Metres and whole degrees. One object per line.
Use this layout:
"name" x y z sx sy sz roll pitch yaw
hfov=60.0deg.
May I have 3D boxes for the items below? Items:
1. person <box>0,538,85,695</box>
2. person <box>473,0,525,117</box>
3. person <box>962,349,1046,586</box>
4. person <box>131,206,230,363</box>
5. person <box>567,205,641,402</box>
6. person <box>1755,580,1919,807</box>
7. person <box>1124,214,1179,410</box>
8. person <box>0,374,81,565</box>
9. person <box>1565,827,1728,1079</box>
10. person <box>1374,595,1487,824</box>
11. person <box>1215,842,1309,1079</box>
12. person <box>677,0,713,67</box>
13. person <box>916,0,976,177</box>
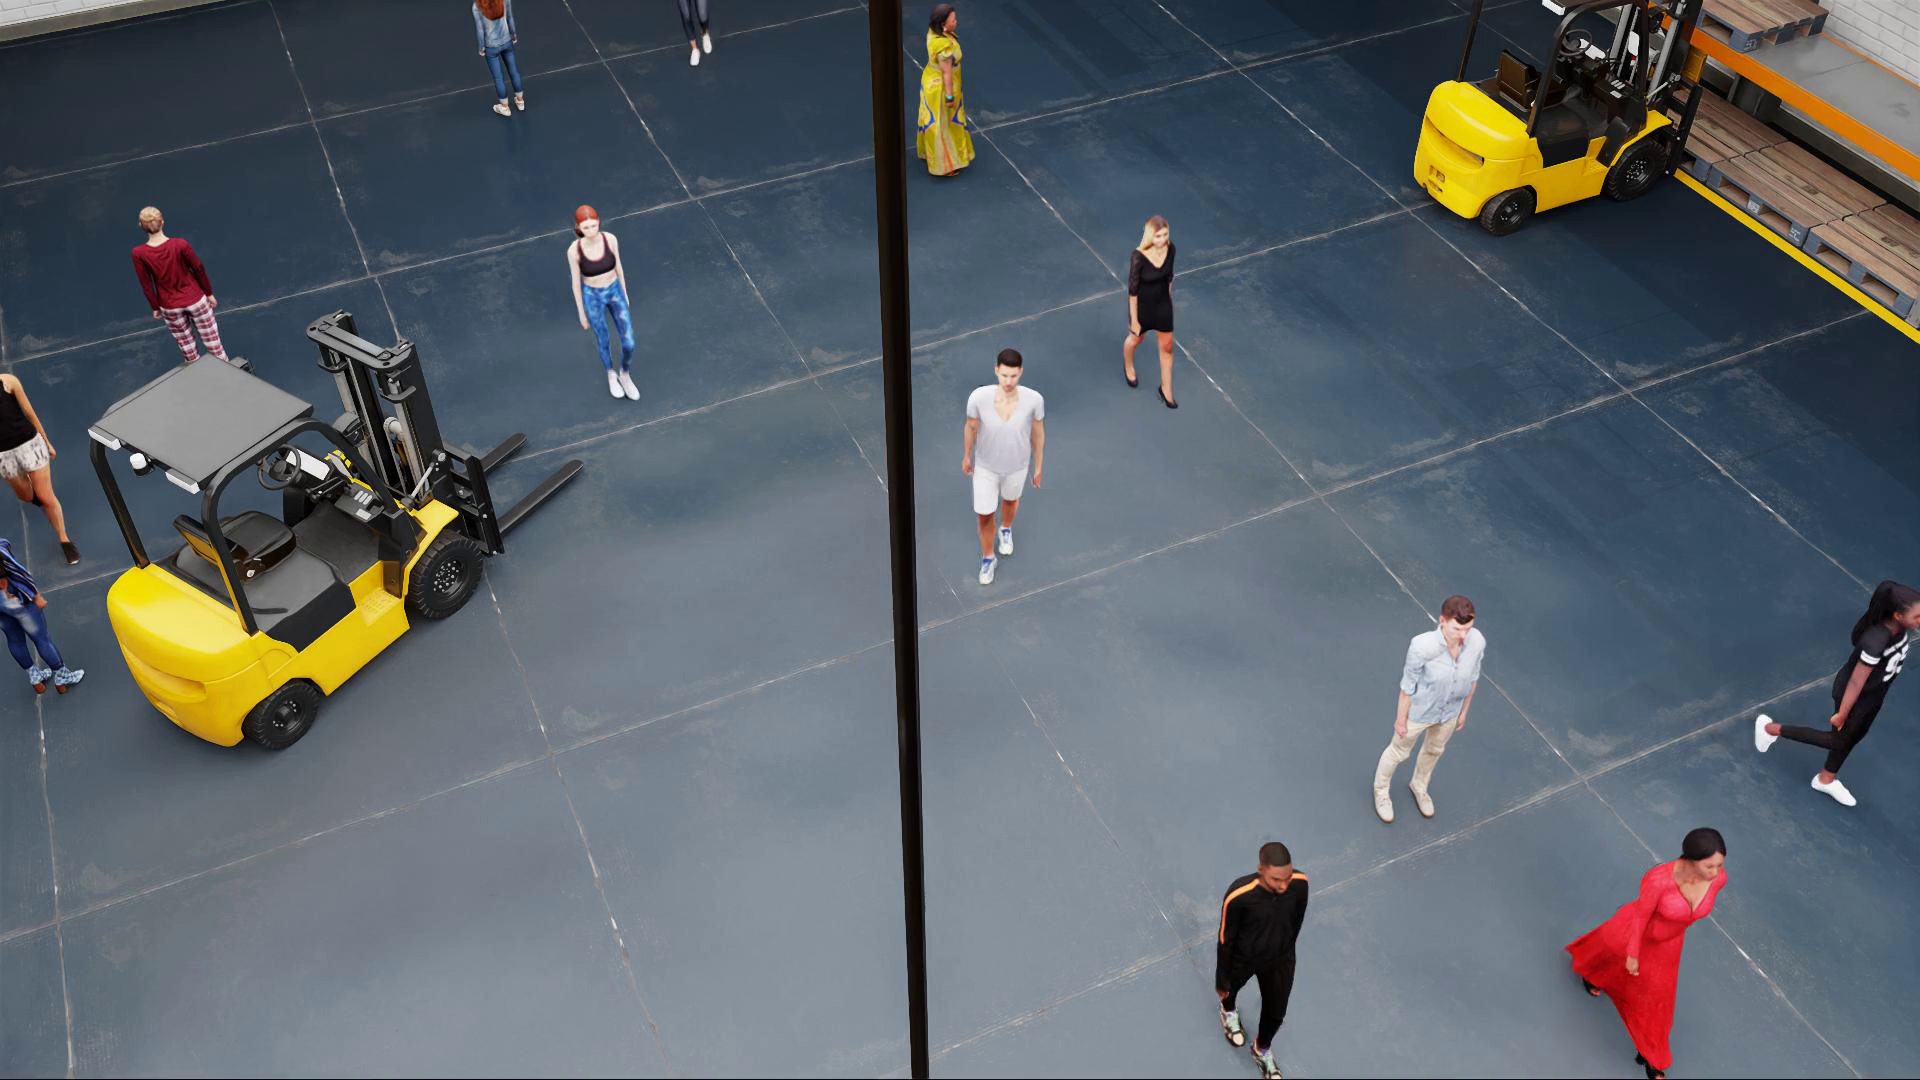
"person" -6.135 0.386 10.728 0.694 1.614 0.717 5 44 6
"person" -4.547 -4.899 16.375 0.612 1.477 0.585 -30 51 -28
"person" 0.300 -0.630 11.634 0.917 1.835 1.020 -1 44 -1
"person" -6.110 -1.887 13.053 0.624 1.699 0.488 -17 46 -17
"person" -2.809 -1.883 13.003 0.582 1.772 0.651 -19 47 -19
"person" 5.382 0.900 10.115 1.037 1.715 0.821 34 53 30
"person" 1.441 -1.862 13.064 0.581 1.647 0.859 -19 47 -19
"person" -6.659 -0.686 11.703 0.696 1.821 1.062 -23 48 -23
"person" 3.656 2.037 8.916 0.899 1.733 1.217 -3 44 -3
"person" 2.813 0.985 9.929 0.677 1.848 0.616 -9 44 -10
"person" 1.536 2.097 8.803 0.767 1.792 0.891 -8 44 -9
"person" -2.770 -5.792 17.079 0.746 1.800 0.800 0 44 0
"person" -0.167 -4.224 15.542 0.976 1.660 0.797 -10 44 -10
